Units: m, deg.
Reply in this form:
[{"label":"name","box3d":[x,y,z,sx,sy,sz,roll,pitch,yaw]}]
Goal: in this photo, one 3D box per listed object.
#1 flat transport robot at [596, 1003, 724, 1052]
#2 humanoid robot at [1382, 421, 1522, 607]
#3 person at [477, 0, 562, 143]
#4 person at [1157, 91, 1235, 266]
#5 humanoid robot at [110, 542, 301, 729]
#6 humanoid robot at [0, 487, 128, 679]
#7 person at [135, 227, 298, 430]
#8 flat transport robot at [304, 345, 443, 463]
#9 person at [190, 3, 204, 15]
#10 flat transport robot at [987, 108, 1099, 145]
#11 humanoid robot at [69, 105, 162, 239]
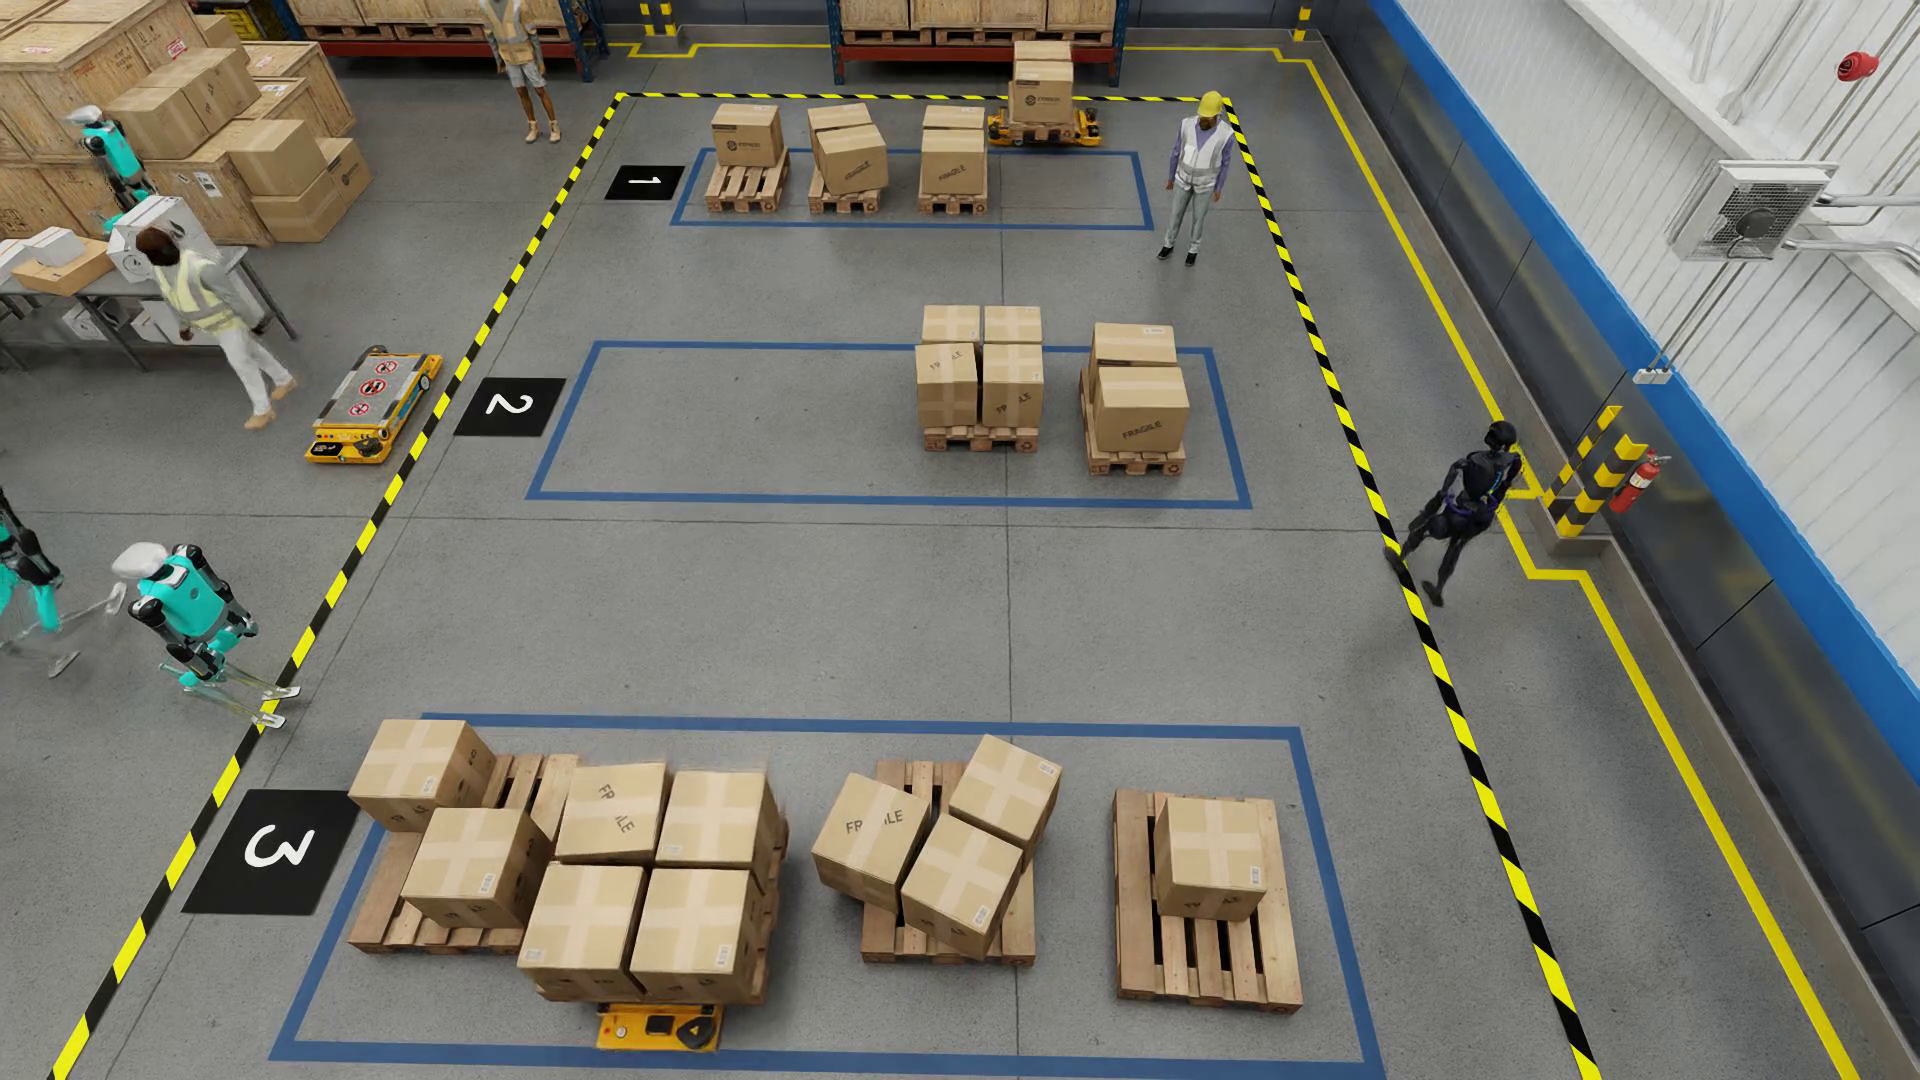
[{"label":"flat transport robot","box3d":[-1.665,2.228,5.464,0.652,0.197,1.431,1,50,1]},{"label":"humanoid robot","box3d":[3.606,-0.226,6.641,0.610,1.637,0.604,-7,50,-6]},{"label":"person","box3d":[-5.397,-5.890,11.190,0.613,2.042,0.372,0,50,0]},{"label":"person","box3d":[2.435,-3.718,9.489,0.600,1.827,0.404,21,53,17]},{"label":"humanoid robot","box3d":[-4.869,0.621,5.793,0.735,1.675,0.533,1,50,1]},{"label":"humanoid robot","box3d":[-6.430,0.295,6.157,0.552,1.718,1.043,2,50,1]},{"label":"person","box3d":[-6.455,-1.816,7.893,0.638,1.812,0.779,15,51,12]},{"label":"flat transport robot","box3d":[-5.383,-1.269,8.441,0.659,0.231,1.431,1,50,1]},{"label":"person","box3d":[-10.647,-7.200,12.388,0.410,1.906,0.602,29,55,22]},{"label":"flat transport robot","box3d":[1.074,-5.384,11.904,1.431,0.197,0.652,1,50,1]},{"label":"humanoid robot","box3d":[-8.514,-3.504,9.372,1.026,1.741,0.564,-8,50,-6]}]
